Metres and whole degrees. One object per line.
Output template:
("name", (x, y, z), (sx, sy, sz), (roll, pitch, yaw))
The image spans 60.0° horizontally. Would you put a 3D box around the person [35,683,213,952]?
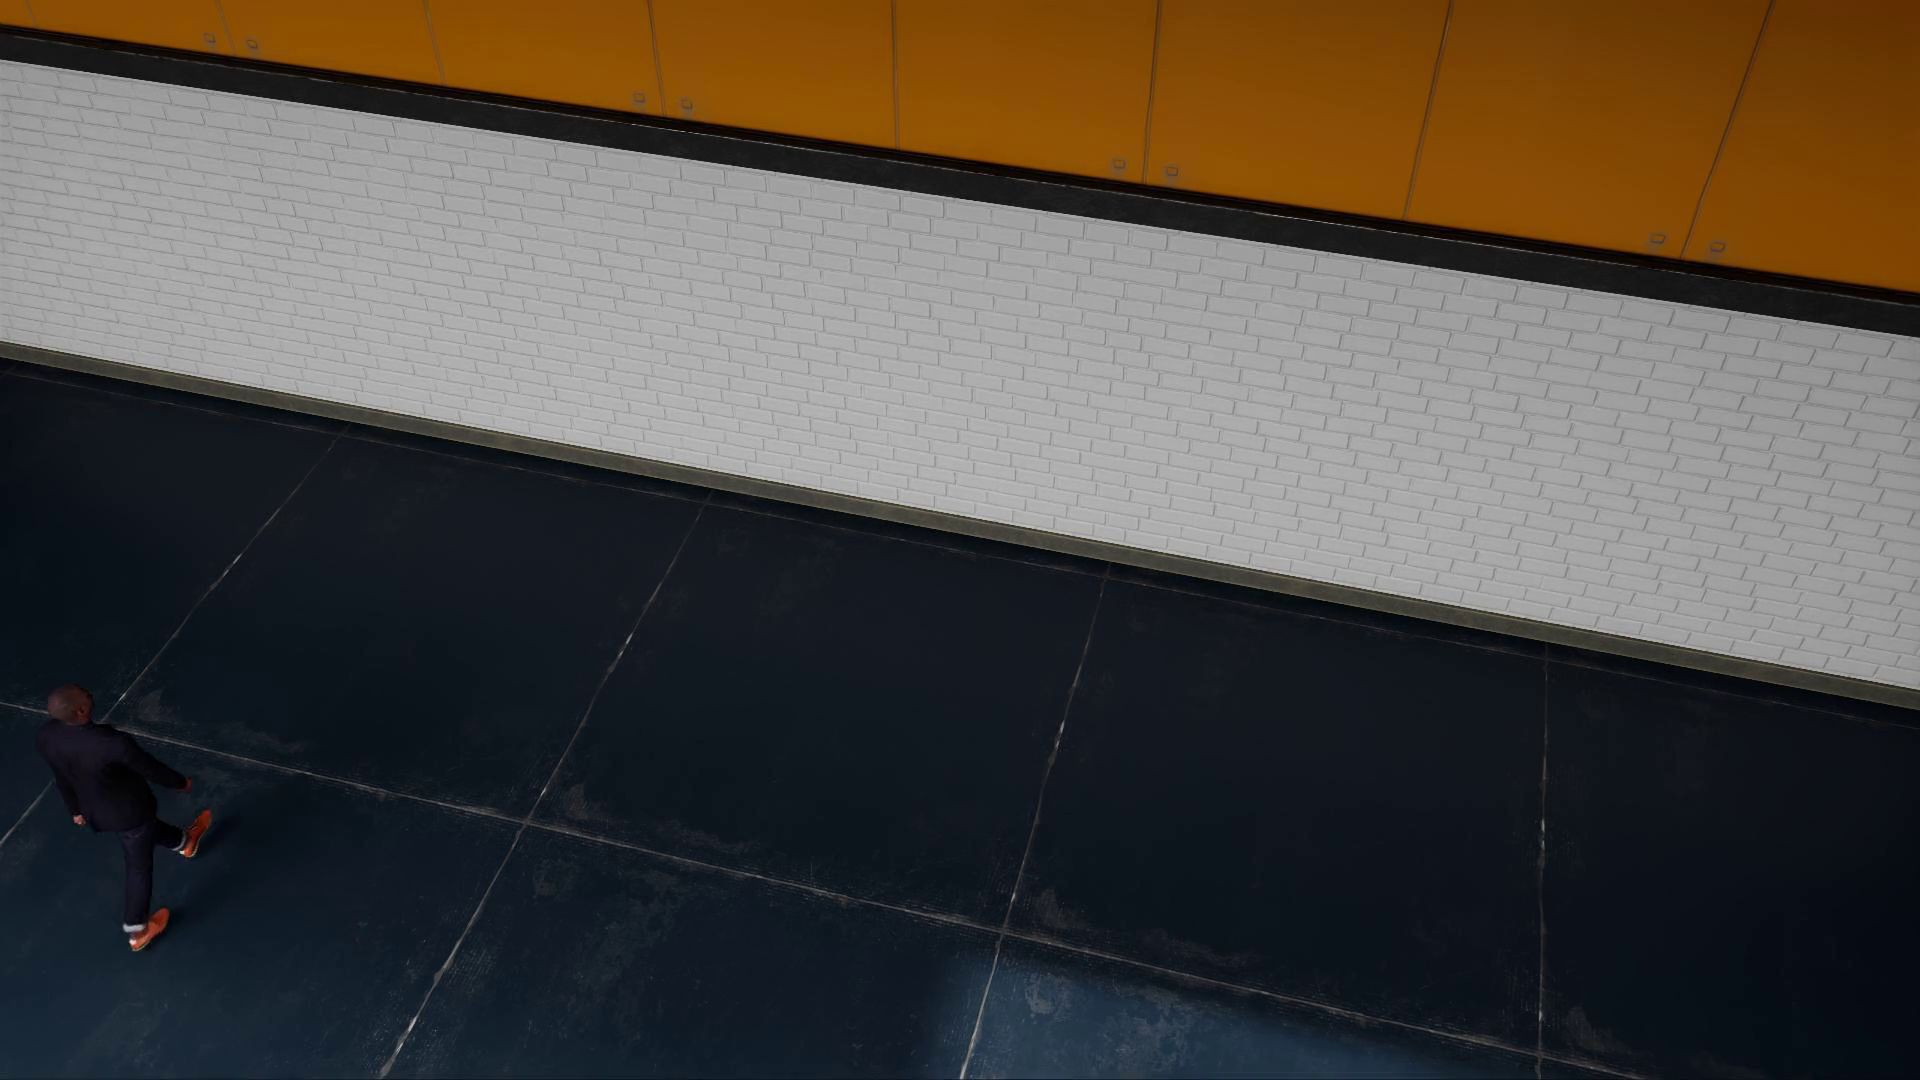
("person", (-4.629, 1.533, 9.060), (0.745, 1.772, 1.159), (14, 45, 14))
